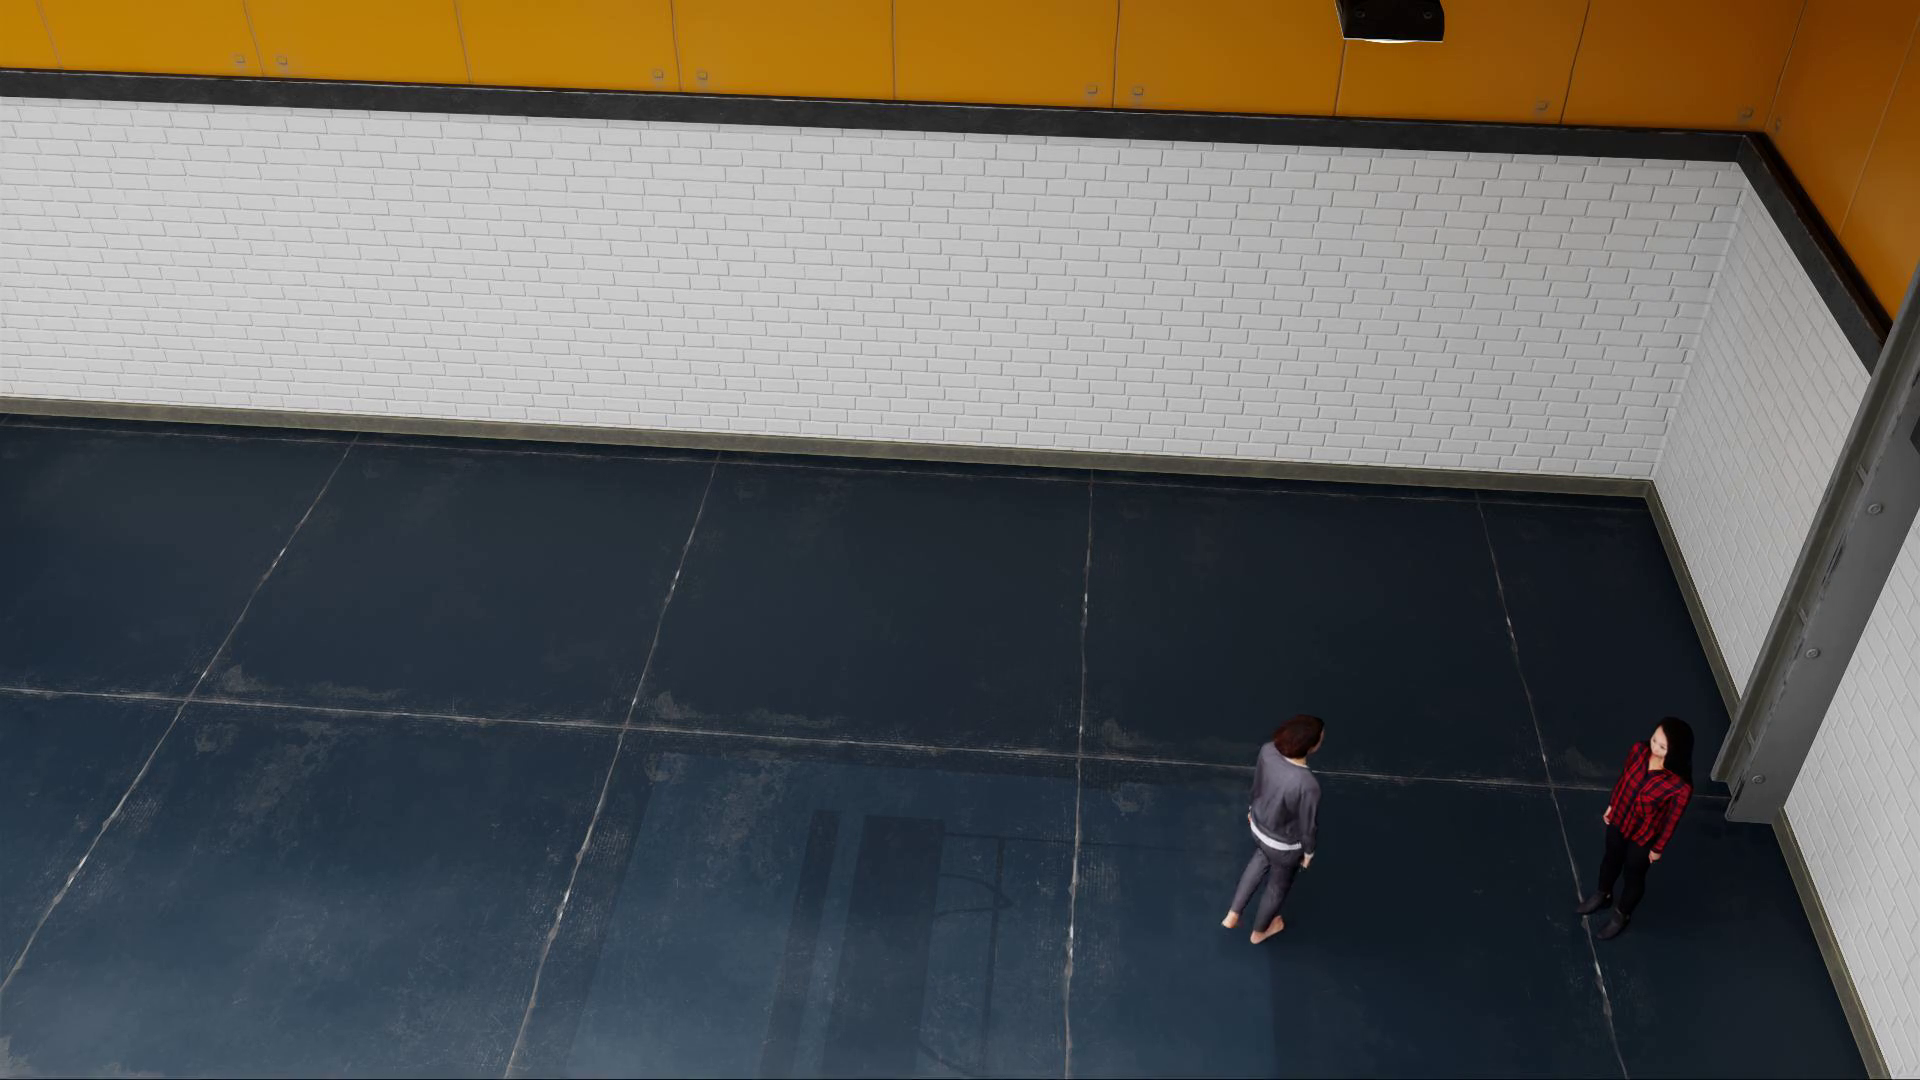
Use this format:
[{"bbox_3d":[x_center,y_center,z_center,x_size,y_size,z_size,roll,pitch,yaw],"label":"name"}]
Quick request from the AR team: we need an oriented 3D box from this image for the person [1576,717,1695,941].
[{"bbox_3d":[3.785,1.575,9.242,0.716,1.652,0.603,-16,41,-19],"label":"person"}]

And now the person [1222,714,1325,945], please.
[{"bbox_3d":[1.681,1.636,9.081,0.855,1.757,0.794,-26,45,-28],"label":"person"}]
